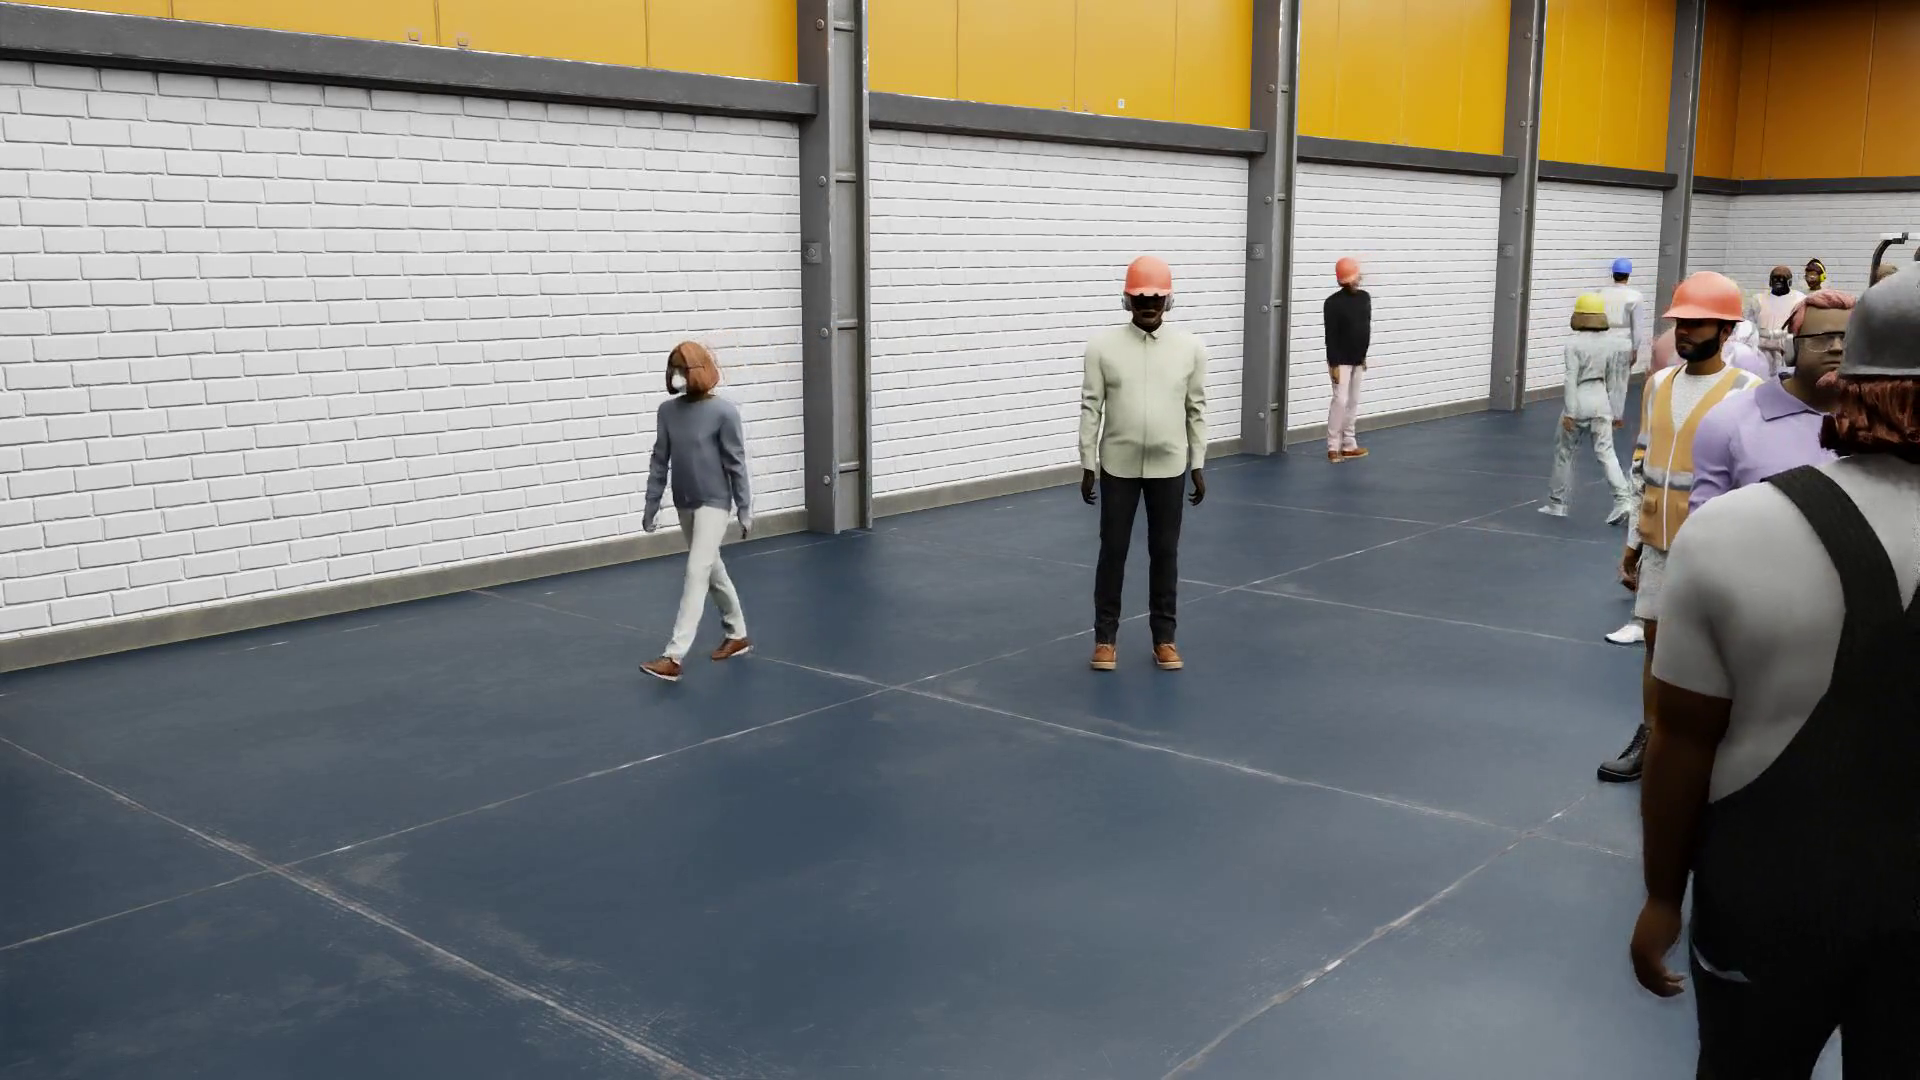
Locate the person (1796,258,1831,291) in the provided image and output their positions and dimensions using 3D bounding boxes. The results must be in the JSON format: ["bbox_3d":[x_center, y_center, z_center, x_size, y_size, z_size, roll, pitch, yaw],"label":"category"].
[{"bbox_3d":[12.847,-3.310,25.149,0.520,1.869,0.333,1,10,6],"label":"person"}]

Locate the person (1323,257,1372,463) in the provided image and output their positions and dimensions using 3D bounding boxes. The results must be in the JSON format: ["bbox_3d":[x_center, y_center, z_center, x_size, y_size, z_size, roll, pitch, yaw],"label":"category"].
[{"bbox_3d":[3.730,-1.702,15.803,0.790,1.948,0.421,-8,13,-40],"label":"person"}]

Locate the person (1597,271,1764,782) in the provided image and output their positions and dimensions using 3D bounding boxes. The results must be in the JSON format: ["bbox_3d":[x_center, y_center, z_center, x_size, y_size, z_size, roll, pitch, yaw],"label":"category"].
[{"bbox_3d":[2.679,-0.007,6.127,0.354,1.942,0.545,-5,11,-29],"label":"person"}]

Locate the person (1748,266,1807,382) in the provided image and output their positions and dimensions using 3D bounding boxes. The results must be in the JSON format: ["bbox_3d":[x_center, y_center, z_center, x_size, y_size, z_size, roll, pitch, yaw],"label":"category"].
[{"bbox_3d":[8.565,-1.951,17.486,0.634,1.839,0.429,7,12,36],"label":"person"}]

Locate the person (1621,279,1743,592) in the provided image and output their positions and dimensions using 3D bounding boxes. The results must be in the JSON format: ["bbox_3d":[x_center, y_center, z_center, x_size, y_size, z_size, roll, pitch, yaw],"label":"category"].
[{"bbox_3d":[4.250,-0.578,9.616,0.975,1.865,0.658,-3,10,-16],"label":"person"}]

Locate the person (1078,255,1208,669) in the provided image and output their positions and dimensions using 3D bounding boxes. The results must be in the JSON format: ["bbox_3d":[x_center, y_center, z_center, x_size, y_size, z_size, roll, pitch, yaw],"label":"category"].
[{"bbox_3d":[0.879,-0.356,7.970,0.623,1.989,0.400,0,10,-1],"label":"person"}]

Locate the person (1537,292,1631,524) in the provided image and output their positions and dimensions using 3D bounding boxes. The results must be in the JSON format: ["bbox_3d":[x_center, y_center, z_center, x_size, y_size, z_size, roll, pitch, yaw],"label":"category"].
[{"bbox_3d":[4.684,-0.974,12.329,0.488,1.714,0.884,-3,10,-16],"label":"person"}]

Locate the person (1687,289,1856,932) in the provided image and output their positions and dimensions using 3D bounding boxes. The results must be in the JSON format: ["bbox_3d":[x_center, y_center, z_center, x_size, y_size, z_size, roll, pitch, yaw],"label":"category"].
[{"bbox_3d":[2.418,0.242,4.794,0.642,1.913,0.408,2,10,12],"label":"person"}]

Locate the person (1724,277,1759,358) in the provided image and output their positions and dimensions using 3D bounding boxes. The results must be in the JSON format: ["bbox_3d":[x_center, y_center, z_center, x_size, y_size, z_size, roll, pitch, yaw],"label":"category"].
[{"bbox_3d":[5.868,-1.134,12.945,0.587,1.811,0.698,6,12,31],"label":"person"}]

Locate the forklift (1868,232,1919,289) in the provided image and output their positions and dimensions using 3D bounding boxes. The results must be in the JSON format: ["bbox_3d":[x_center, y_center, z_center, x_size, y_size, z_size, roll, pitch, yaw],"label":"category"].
[{"bbox_3d":[9.955,-1.972,16.595,2.313,2.155,1.214,1,10,8],"label":"forklift"}]

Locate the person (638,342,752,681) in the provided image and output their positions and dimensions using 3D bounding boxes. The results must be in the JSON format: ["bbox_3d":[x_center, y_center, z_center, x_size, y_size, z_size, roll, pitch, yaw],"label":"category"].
[{"bbox_3d":[-1.274,-0.146,7.926,0.524,1.584,0.870,7,12,36],"label":"person"}]

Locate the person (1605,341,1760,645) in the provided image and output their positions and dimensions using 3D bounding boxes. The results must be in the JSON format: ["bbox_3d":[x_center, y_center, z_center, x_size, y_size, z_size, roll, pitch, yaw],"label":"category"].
[{"bbox_3d":[3.835,-0.395,8.518,0.966,1.887,0.603,-4,11,-24],"label":"person"}]

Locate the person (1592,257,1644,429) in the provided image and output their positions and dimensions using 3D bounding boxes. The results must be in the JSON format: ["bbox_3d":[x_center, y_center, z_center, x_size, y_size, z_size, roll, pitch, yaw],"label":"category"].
[{"bbox_3d":[7.234,-2.164,18.446,0.616,1.931,0.746,7,12,36],"label":"person"}]

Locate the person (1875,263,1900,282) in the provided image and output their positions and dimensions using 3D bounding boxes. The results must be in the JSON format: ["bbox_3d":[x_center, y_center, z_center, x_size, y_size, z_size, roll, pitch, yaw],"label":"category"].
[{"bbox_3d":[8.644,-1.625,15.496,0.676,1.881,0.797,2,10,13],"label":"person"}]

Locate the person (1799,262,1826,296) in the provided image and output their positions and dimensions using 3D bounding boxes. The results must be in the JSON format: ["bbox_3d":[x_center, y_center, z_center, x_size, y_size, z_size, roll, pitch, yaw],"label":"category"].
[{"bbox_3d":[9.830,-2.270,19.237,0.328,1.865,0.520,-7,12,-36],"label":"person"}]
